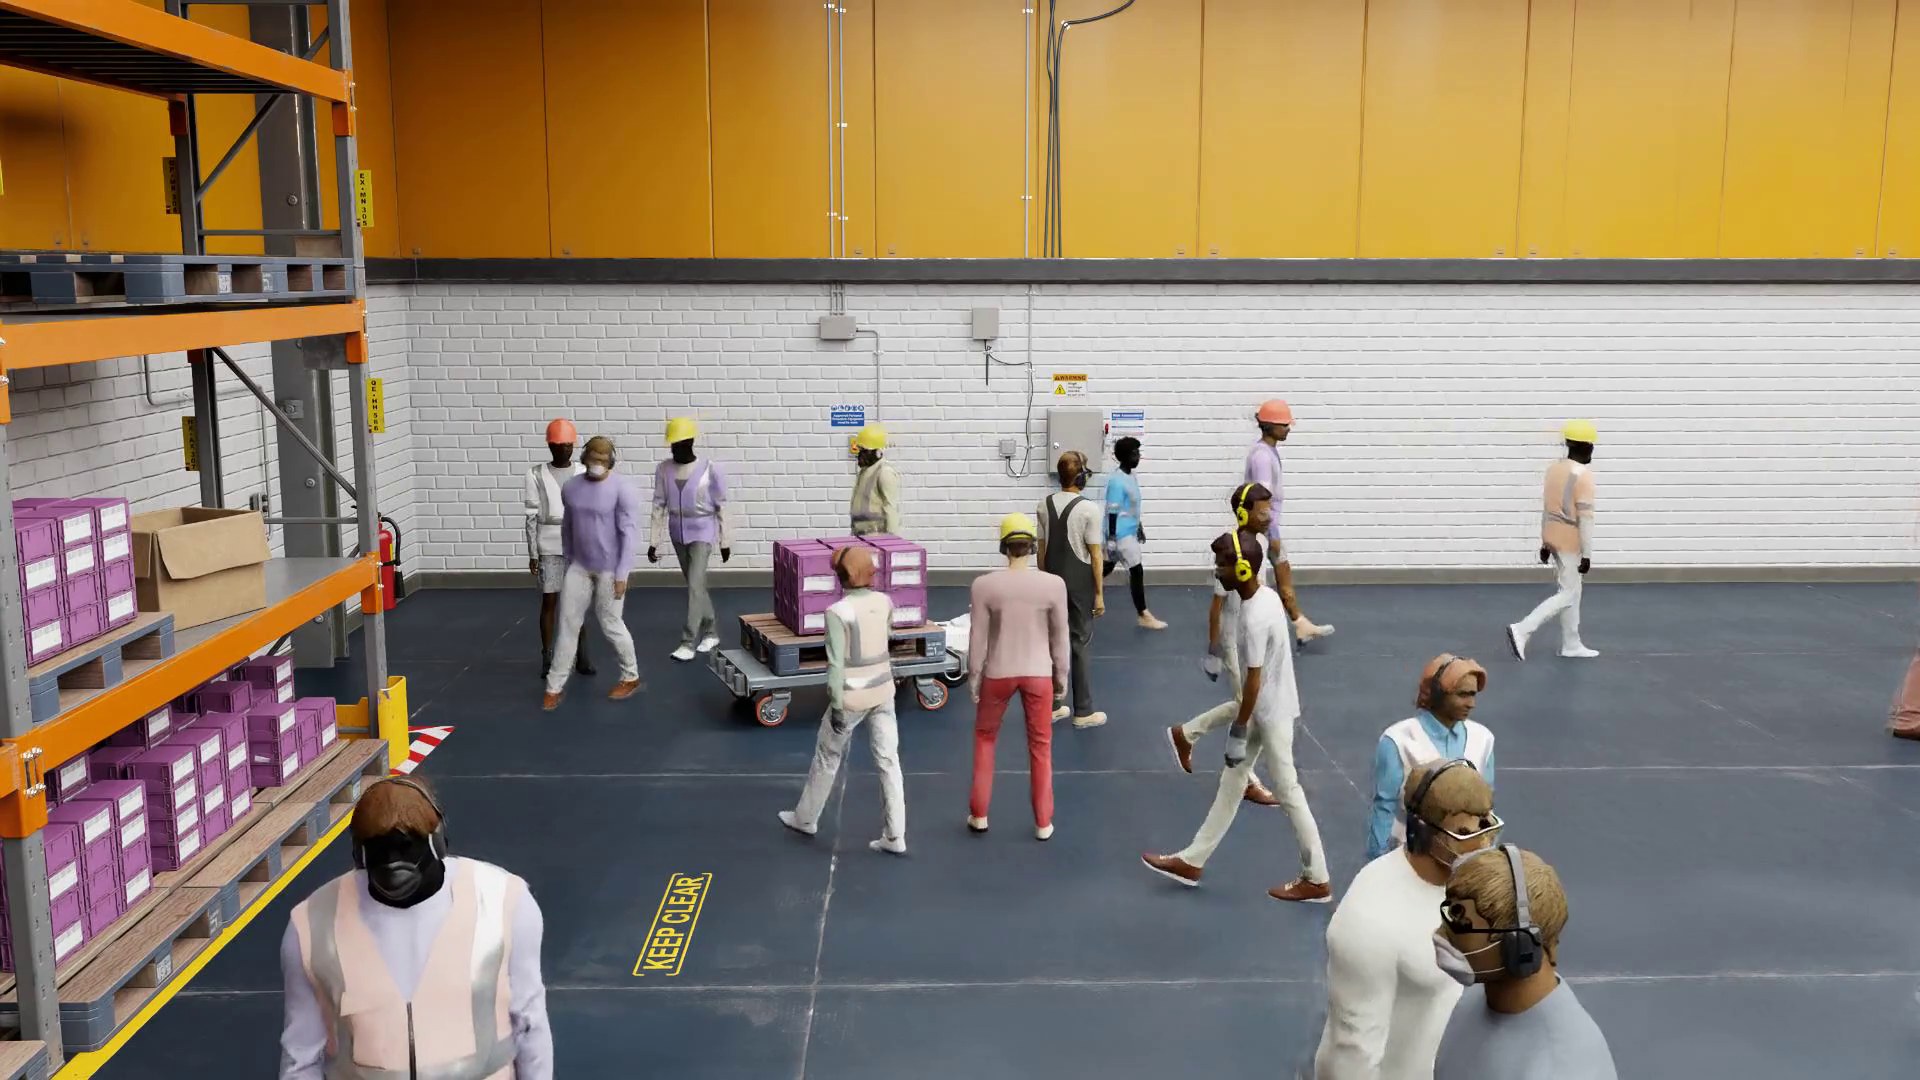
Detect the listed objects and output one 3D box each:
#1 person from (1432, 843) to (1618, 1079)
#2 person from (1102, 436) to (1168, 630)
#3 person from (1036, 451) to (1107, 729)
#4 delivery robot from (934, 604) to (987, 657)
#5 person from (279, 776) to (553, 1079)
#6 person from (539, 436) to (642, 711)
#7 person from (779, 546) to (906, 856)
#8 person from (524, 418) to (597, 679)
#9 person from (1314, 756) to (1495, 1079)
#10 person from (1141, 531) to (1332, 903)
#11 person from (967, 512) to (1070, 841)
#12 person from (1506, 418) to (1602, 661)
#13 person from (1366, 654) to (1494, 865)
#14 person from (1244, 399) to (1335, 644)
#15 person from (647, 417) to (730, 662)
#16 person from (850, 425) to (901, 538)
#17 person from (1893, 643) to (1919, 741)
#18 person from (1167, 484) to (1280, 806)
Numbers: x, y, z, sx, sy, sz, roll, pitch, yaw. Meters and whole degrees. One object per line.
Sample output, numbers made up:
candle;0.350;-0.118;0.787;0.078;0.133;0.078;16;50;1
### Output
person;1.102;1.542;3.332;0.368;1.932;0.623;1;9;3
person;1.302;-0.066;14.015;0.864;1.653;0.527;2;9;13
person;0.738;0.327;11.020;0.506;1.846;0.345;7;12;37
delivery robot;0.117;0.717;12.285;0.707;0.478;0.477;-3;10;-16
person;-1.335;1.462;4.113;0.647;1.824;0.444;-2;9;-12
person;-2.529;0.225;11.568;0.672;1.902;0.764;4;10;24
person;-0.594;0.824;8.706;0.849;1.600;0.513;8;12;41
person;-2.944;0.059;12.367;0.545;1.942;0.349;-4;10;-25
person;1.113;1.422;4.241;0.631;1.867;1.088;-8;12;-40
person;1.336;0.848;7.915;0.980;1.808;0.540;1;9;7
person;0.321;0.723;8.914;0.547;1.743;0.432;0;9;1
person;4.612;0.012;12.804;0.790;1.904;0.592;-2;9;-10
person;1.734;1.212;6.249;0.537;1.622;0.468;-3;10;-20
person;2.541;-0.119;13.275;1.002;1.995;0.635;3;10;18
person;-2.149;-0.002;12.904;0.596;1.881;0.943;4;10;24
person;-0.762;-0.049;13.485;0.891;1.778;0.660;-3;10;-16
person;6.389;0.414;10.394;0.933;1.864;0.679;7;12;37
person;1.545;0.572;9.514;0.688;1.846;0.529;6;11;34
